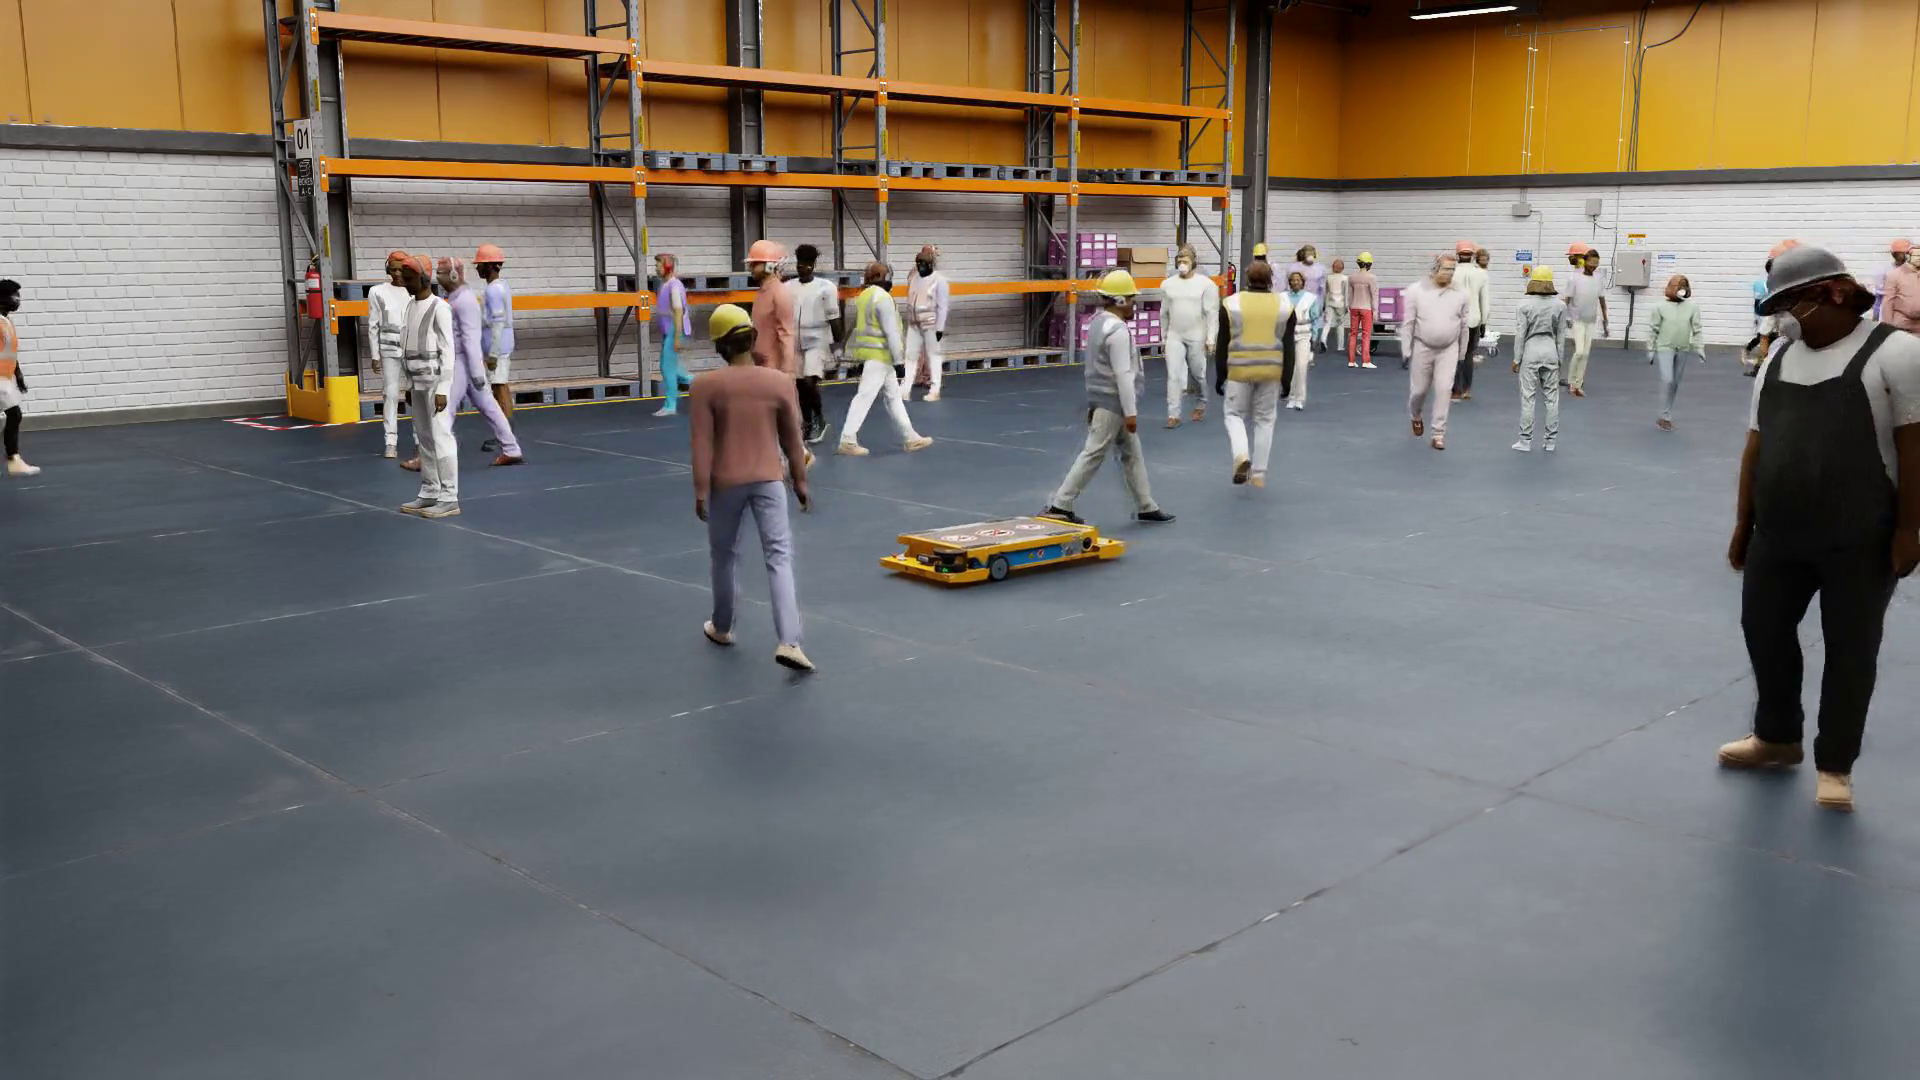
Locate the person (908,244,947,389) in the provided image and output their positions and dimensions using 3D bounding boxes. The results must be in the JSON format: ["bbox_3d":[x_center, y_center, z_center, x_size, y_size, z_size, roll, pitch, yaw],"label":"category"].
[{"bbox_3d":[-0.408,-2.958,22.069,0.403,1.900,0.636,-8,13,-38],"label":"person"}]

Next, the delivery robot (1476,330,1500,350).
[{"bbox_3d":[8.658,-3.397,27.868,0.707,0.478,0.477,6,12,30],"label":"delivery robot"}]

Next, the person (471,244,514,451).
[{"bbox_3d":[-4.382,-1.802,15.652,0.357,1.937,0.550,-2,11,-9],"label":"person"}]

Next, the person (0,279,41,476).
[{"bbox_3d":[-8.049,-1.350,13.936,0.658,1.647,0.553,-4,11,-20],"label":"person"}]

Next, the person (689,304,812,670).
[{"bbox_3d":[-0.989,-0.264,7.899,0.566,1.710,0.954,-3,11,-18],"label":"person"}]

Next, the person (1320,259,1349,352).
[{"bbox_3d":[6.504,-4.070,28.917,0.525,1.610,0.773,6,12,30],"label":"person"}]

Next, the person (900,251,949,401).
[{"bbox_3d":[-0.489,-2.568,20.137,0.659,1.819,0.741,8,13,36],"label":"person"}]

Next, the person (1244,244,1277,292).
[{"bbox_3d":[4.981,-3.944,27.513,0.605,1.887,0.917,6,12,29],"label":"person"}]

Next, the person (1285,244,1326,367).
[{"bbox_3d":[5.370,-3.679,26.022,0.636,1.907,0.935,-1,10,-4],"label":"person"}]

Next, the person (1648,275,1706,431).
[{"bbox_3d":[7.440,-1.927,17.216,0.514,1.608,0.675,-1,10,-4],"label":"person"}]

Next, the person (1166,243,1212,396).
[{"bbox_3d":[2.908,-2.791,21.112,0.632,1.925,0.378,-6,12,-28],"label":"person"}]

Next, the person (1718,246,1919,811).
[{"bbox_3d":[3.096,-0.078,5.968,0.537,2.000,0.723,-6,12,-32],"label":"person"}]

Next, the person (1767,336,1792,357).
[{"bbox_3d":[5.433,-0.771,10.863,0.498,1.633,0.286,-6,12,-32],"label":"person"}]

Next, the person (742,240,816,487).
[{"bbox_3d":[-1.496,-1.381,13.215,0.466,1.983,0.637,-5,12,-26],"label":"person"}]

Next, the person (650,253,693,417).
[{"bbox_3d":[-3.173,-2.292,18.636,0.601,1.829,0.564,-4,11,-22],"label":"person"}]

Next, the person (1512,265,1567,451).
[{"bbox_3d":[5.440,-1.708,15.672,0.488,1.743,0.317,0,10,-3],"label":"person"}]

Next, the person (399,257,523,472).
[{"bbox_3d":[-4.306,-1.517,14.373,1.043,1.846,0.637,-3,11,-16],"label":"person"}]

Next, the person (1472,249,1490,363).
[{"bbox_3d":[8.228,-3.704,26.390,0.429,1.804,0.701,8,13,38],"label":"person"}]

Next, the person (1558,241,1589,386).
[{"bbox_3d":[8.299,-3.043,22.418,0.365,1.939,0.542,5,12,27],"label":"person"}]

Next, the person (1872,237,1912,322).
[{"bbox_3d":[12.902,-3.188,23.056,0.615,2.015,0.988,-4,11,-20],"label":"person"}]

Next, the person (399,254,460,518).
[{"bbox_3d":[-3.844,-1.108,12.003,0.354,1.887,0.573,-10,14,-43],"label":"person"}]

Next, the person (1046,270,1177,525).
[{"bbox_3d":[1.034,-0.965,11.503,0.947,1.789,0.602,-1,10,-5],"label":"person"}]

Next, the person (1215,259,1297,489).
[{"bbox_3d":[2.346,-1.300,13.208,0.638,1.833,0.524,0,10,2],"label":"person"}]

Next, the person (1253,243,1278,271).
[{"bbox_3d":[5.154,-4.123,28.452,0.575,1.874,0.969,7,13,34],"label":"person"}]

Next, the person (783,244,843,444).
[{"bbox_3d":[-1.471,-1.863,15.986,0.728,1.930,0.471,6,12,29],"label":"person"}]

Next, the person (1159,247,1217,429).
[{"bbox_3d":[2.430,-2.161,17.727,0.639,1.901,0.976,4,11,23],"label":"person"}]

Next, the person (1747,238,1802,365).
[{"bbox_3d":[12.766,-3.623,25.504,0.639,1.977,1.109,-10,14,-44],"label":"person"}]

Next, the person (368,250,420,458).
[{"bbox_3d":[-5.087,-1.691,15.188,0.573,1.887,0.355,-4,11,-21],"label":"person"}]

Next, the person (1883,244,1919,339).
[{"bbox_3d":[11.758,-2.694,20.601,0.640,1.910,0.407,-1,10,-6],"label":"person"}]

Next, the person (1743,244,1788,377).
[{"bbox_3d":[11.665,-3.225,23.520,0.533,1.909,0.904,-8,13,-36],"label":"person"}]

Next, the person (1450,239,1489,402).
[{"bbox_3d":[6.117,-2.686,20.393,0.617,1.973,0.674,0,10,-1],"label":"person"}]

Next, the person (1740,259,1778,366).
[{"bbox_3d":[12.034,-3.367,24.858,0.546,1.682,0.552,-3,11,-15],"label":"person"}]

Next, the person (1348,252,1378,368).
[{"bbox_3d":[6.150,-3.502,25.392,0.309,1.769,0.523,-9,14,-41],"label":"person"}]

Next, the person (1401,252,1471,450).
[{"bbox_3d":[4.561,-1.831,16.010,0.643,1.864,0.809,1,10,7],"label":"person"}]

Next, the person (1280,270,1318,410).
[{"bbox_3d":[3.855,-2.303,19.247,0.511,1.610,0.775,5,11,24],"label":"person"}]

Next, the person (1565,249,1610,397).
[{"bbox_3d":[7.834,-2.706,20.838,0.562,1.847,0.470,-2,11,-11],"label":"person"}]

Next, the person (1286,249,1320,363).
[{"bbox_3d":[5.422,-3.716,26.434,0.543,1.822,0.982,5,12,27],"label":"person"}]

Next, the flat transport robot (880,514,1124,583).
[{"bbox_3d":[0.270,0.038,10.165,1.431,0.197,0.652,-9,14,-40],"label":"flat transport robot"}]

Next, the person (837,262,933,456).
[{"bbox_3d":[-0.725,-1.677,15.429,0.981,1.780,0.655,-3,11,-18],"label":"person"}]
